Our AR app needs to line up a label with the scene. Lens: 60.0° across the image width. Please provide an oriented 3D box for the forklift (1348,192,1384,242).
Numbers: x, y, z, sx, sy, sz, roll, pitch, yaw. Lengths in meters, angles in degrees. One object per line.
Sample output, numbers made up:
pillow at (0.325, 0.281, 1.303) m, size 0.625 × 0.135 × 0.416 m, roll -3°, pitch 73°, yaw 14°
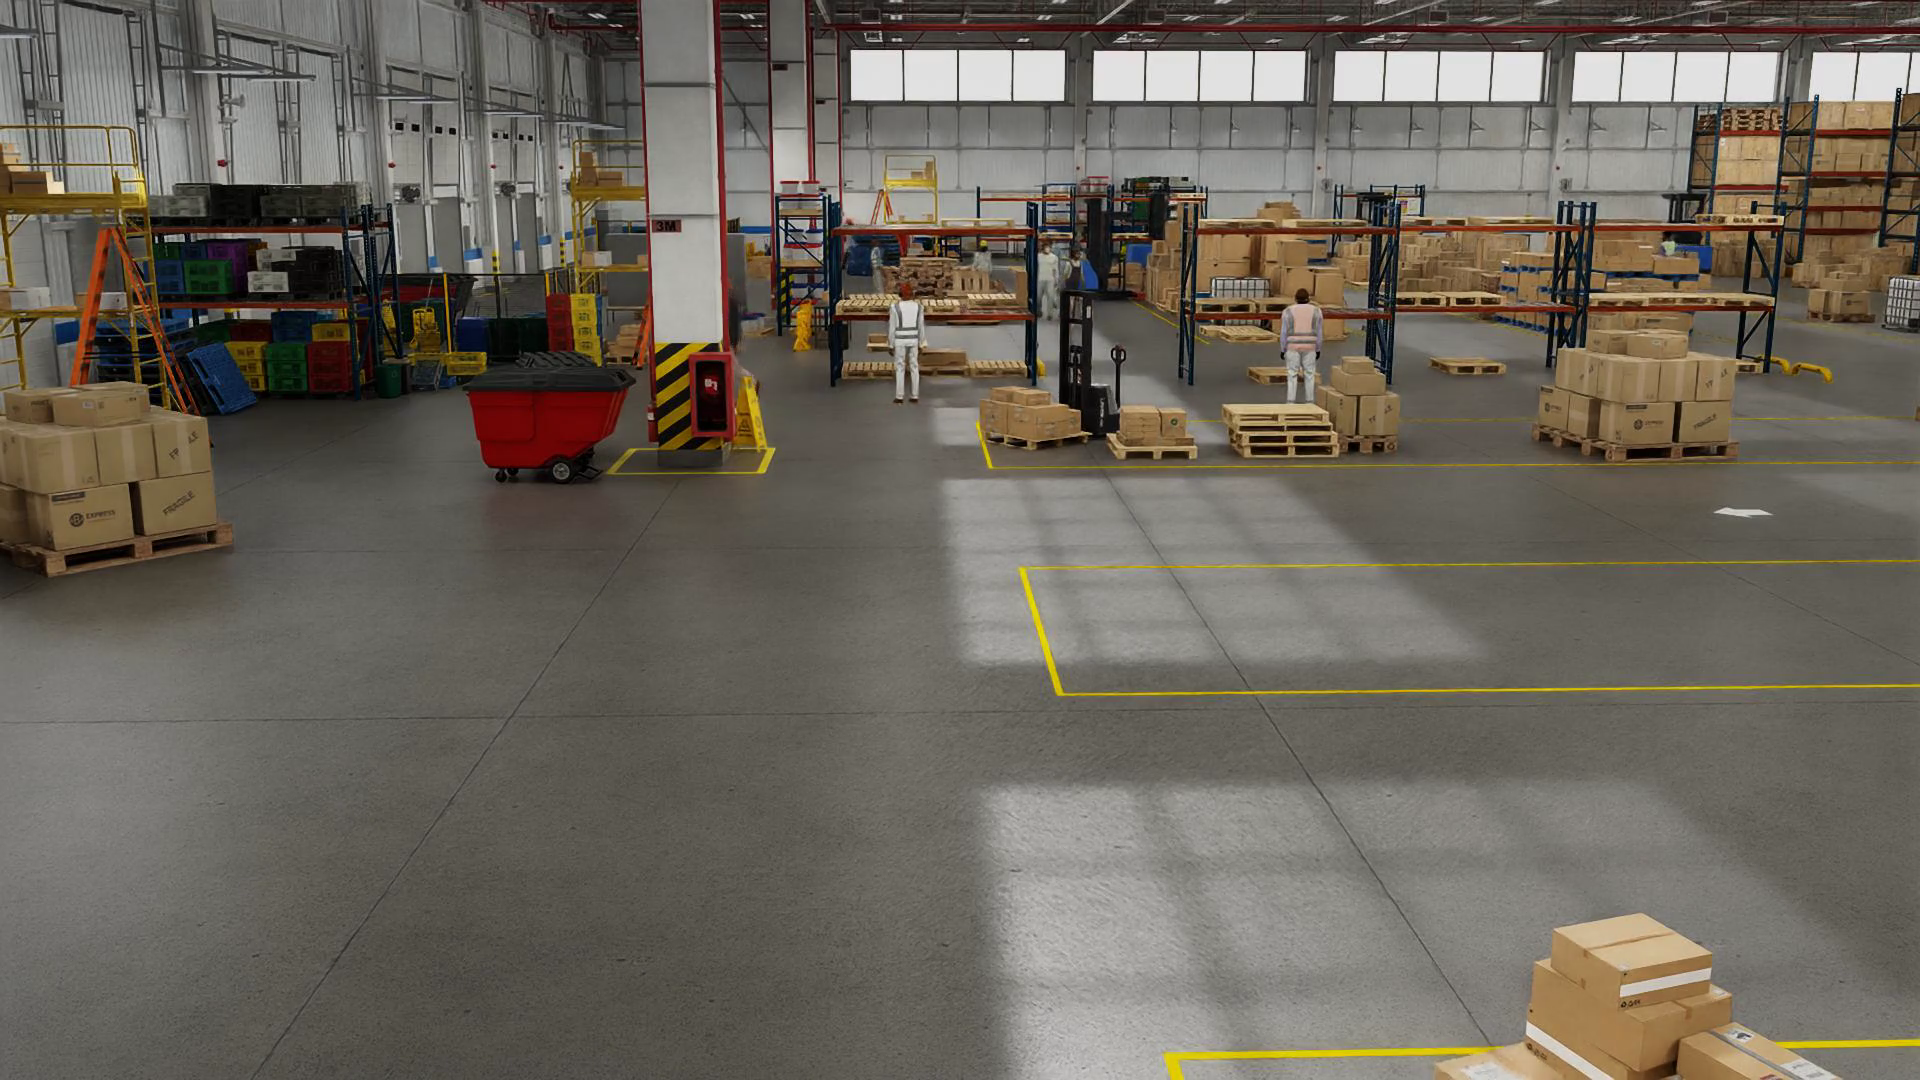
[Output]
forklift at (14.687, -11.098, 59.826) m, size 1.129 × 2.768 × 1.873 m, roll 0°, pitch 12°, yaw -2°

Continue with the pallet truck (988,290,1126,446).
pallet truck at (1.257, -2.299, 22.111) m, size 1.885 × 1.965 × 0.823 m, roll -9°, pitch 15°, yaw -35°

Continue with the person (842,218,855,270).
person at (-3.974, -10.852, 61.004) m, size 1.017 × 1.887 × 0.543 m, roll -4°, pitch 13°, yaw -17°

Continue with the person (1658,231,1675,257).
person at (20.195, -7.918, 47.673) m, size 0.604 × 1.904 × 0.497 m, roll -9°, pitch 15°, yaw -35°

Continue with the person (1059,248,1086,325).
person at (2.639, -6.015, 39.377) m, size 0.509 × 1.796 × 1.014 m, roll -10°, pitch 16°, yaw -38°

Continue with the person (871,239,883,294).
person at (-2.414, -7.930, 48.419) m, size 0.326 × 1.613 × 0.615 m, roll -2°, pitch 13°, yaw -10°

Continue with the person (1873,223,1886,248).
person at (30.441, -9.593, 55.183) m, size 1.024 × 1.949 × 0.631 m, roll 0°, pitch 12°, yaw 2°

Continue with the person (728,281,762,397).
person at (-3.547, -3.090, 25.770) m, size 0.873 × 1.966 × 0.624 m, roll -11°, pitch 16°, yaw -40°

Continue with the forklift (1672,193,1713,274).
forklift at (24.797, -10.394, 56.649) m, size 1.129 × 2.768 × 1.873 m, roll 0°, pitch 12°, yaw -2°

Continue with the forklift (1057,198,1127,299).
forklift at (3.726, -8.210, 46.788) m, size 1.873 × 2.768 × 1.129 m, roll 0°, pitch 12°, yaw -2°

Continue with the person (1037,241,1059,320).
person at (2.073, -6.311, 40.416) m, size 0.650 × 1.917 × 0.737 m, roll -1°, pitch 13°, yaw -3°

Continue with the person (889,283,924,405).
person at (-0.822, -3.018, 25.645) m, size 0.569 × 1.879 × 0.350 m, roll -6°, pitch 14°, yaw -24°

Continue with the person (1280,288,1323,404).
person at (5.129, -2.863, 25.030) m, size 0.619 × 1.837 × 0.430 m, roll 1°, pitch 13°, yaw 6°

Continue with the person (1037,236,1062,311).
person at (2.289, -6.871, 42.920) m, size 0.648 × 1.917 × 0.509 m, roll -5°, pitch 13°, yaw -21°

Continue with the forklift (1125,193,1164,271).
forklift at (6.696, -10.486, 57.066) m, size 1.873 × 2.768 × 1.129 m, roll -2°, pitch 13°, yaw -8°

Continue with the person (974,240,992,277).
person at (0.636, -7.264, 45.127) m, size 0.501 × 1.726 × 0.361 m, roll -4°, pitch 13°, yaw -17°
